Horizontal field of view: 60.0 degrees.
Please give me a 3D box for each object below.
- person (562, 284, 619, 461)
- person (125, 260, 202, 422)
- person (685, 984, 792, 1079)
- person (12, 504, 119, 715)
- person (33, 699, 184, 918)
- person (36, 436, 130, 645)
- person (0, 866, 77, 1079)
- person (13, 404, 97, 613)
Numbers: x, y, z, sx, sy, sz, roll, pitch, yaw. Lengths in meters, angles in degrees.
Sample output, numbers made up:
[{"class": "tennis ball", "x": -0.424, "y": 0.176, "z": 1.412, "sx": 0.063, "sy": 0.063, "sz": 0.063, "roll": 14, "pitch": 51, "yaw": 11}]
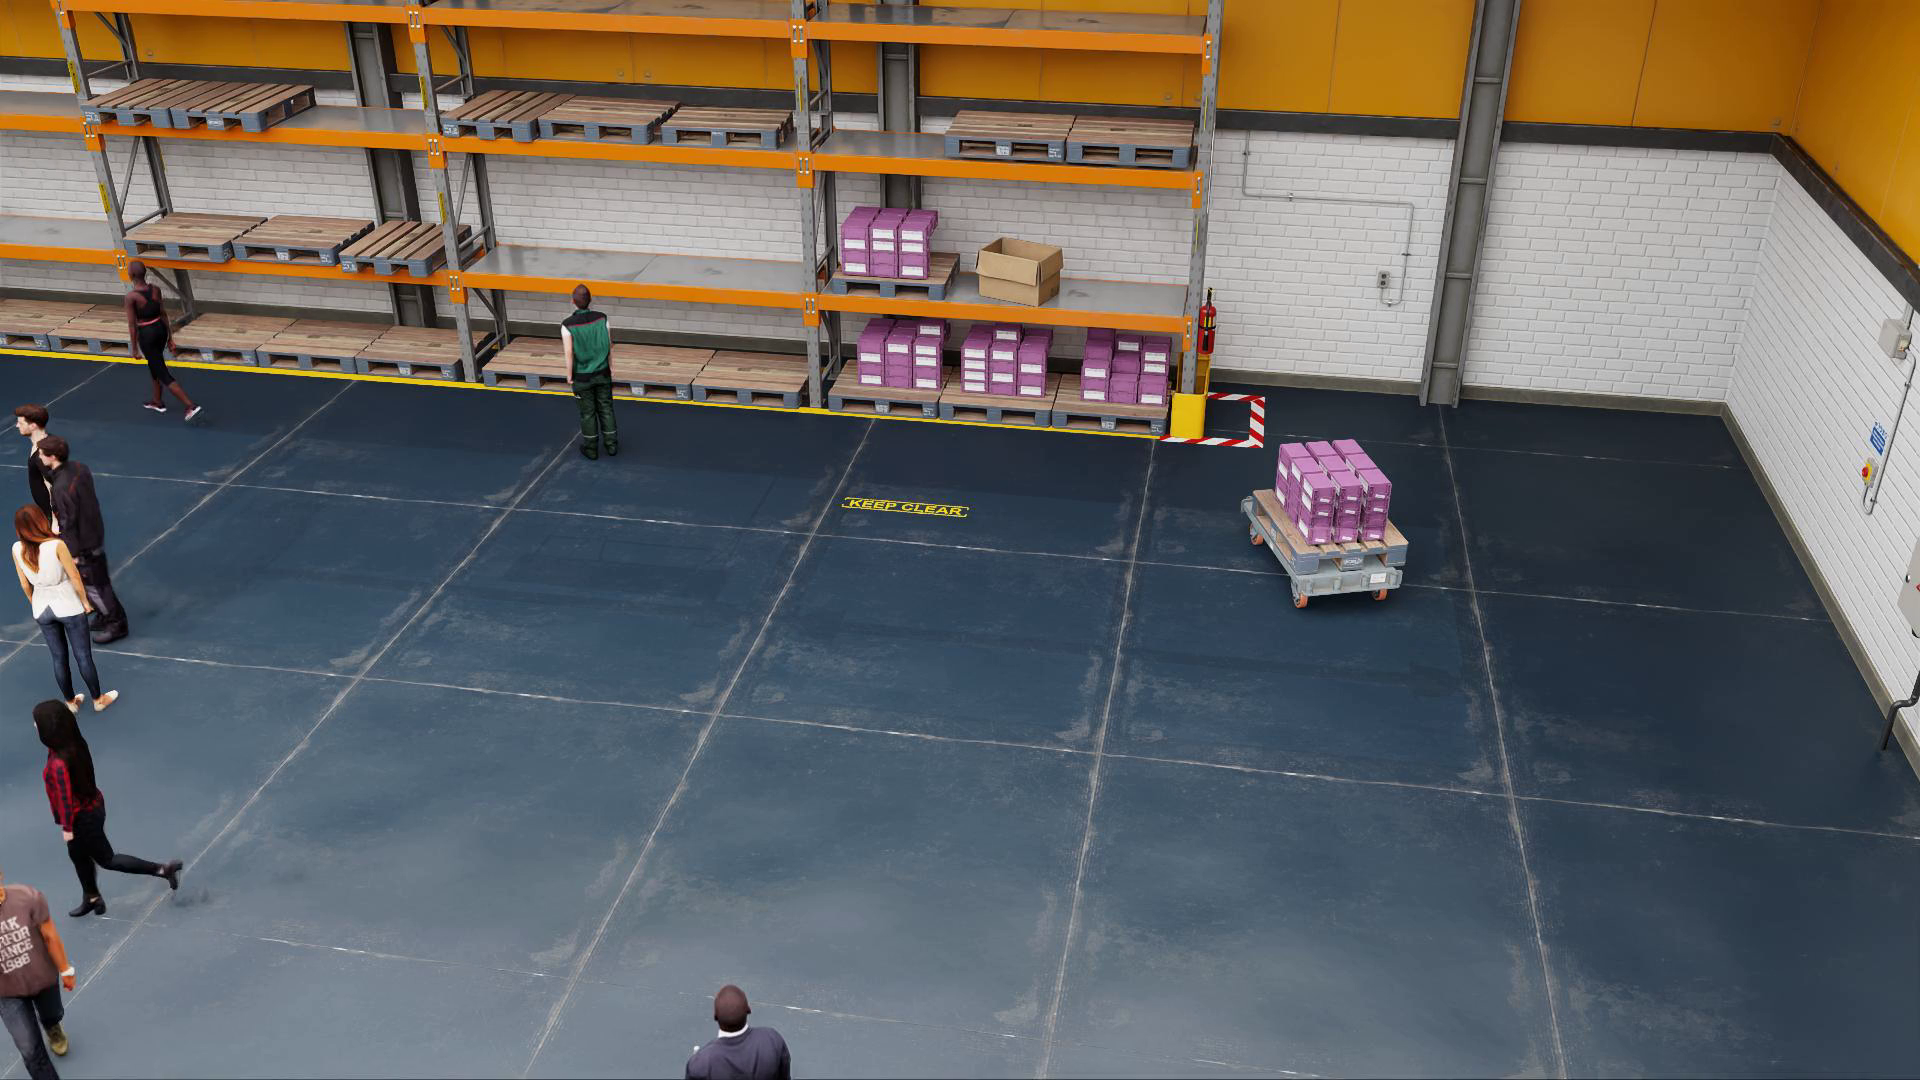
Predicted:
[{"class": "person", "x": -3.700, "y": -1.691, "z": 16.651, "sx": 0.725, "sy": 1.843, "sz": 0.800, "roll": -15, "pitch": 32, "yaw": -26}, {"class": "person", "x": -8.400, "y": -2.059, "z": 17.450, "sx": 1.218, "sy": 1.723, "sz": 0.817, "roll": 13, "pitch": 31, "yaw": 22}, {"class": "person", "x": -1.069, "y": 2.922, "z": 8.214, "sx": 0.736, "sy": 1.824, "sz": 0.847, "roll": -11, "pitch": 31, "yaw": -20}, {"class": "person", "x": -6.851, "y": 0.533, "z": 12.635, "sx": 0.539, "sy": 1.785, "sz": 0.691, "roll": -2, "pitch": 29, "yaw": -3}, {"class": "person", "x": -5.491, "y": 1.731, "z": 10.596, "sx": 1.063, "sy": 1.634, "sz": 0.898, "roll": -10, "pitch": 30, "yaw": -18}, {"class": "person", "x": -7.112, "y": -0.023, "z": 13.609, "sx": 0.821, "sy": 1.828, "sz": 0.847, "roll": -10, "pitch": 30, "yaw": -17}, {"class": "person", "x": -5.226, "y": 2.400, "z": 9.259, "sx": 1.125, "sy": 1.739, "sz": 1.208, "roll": -20, "pitch": 35, "yaw": -33}, {"class": "person", "x": -7.564, "y": -0.267, "z": 13.984, "sx": 0.790, "sy": 1.897, "sz": 0.759, "roll": -14, "pitch": 32, "yaw": -24}]
